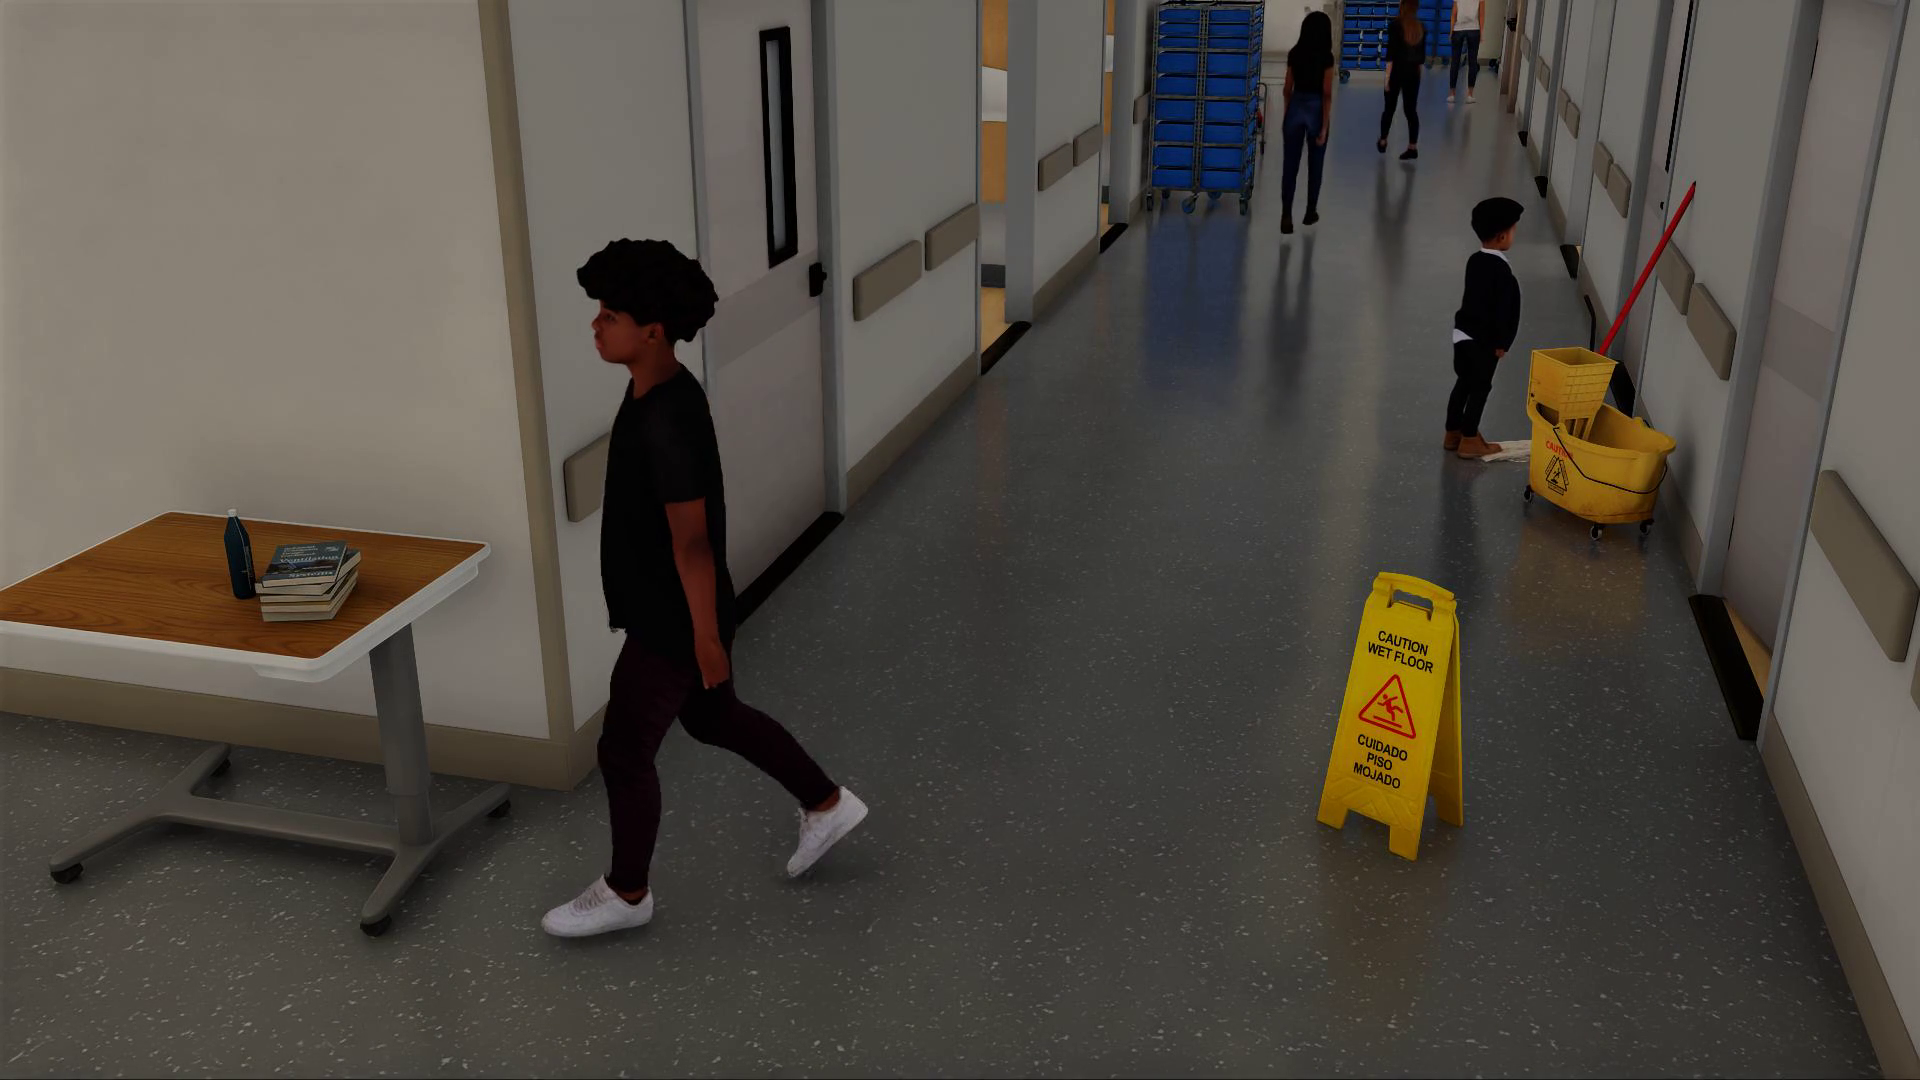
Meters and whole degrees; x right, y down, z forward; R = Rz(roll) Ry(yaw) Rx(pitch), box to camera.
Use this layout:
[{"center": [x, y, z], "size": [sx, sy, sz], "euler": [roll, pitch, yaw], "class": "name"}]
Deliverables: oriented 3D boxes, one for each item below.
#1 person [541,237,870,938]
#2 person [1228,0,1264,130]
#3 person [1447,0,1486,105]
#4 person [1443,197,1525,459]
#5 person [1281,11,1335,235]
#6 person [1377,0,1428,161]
[{"center": [-0.629, 0.134, 4.111], "size": [0.992, 1.765, 1.118], "euler": [-4, 21, -11], "class": "person"}, {"center": [3.131, -5.640, 19.380], "size": [1.049, 1.747, 1.143], "euler": [16, 26, 36], "class": "person"}, {"center": [6.843, -6.845, 22.475], "size": [0.610, 1.809, 0.533], "euler": [8, 22, 20], "class": "person"}, {"center": [2.466, -1.004, 7.884], "size": [0.634, 1.220, 0.538], "euler": [-5, 21, -13], "class": "person"}, {"center": [2.702, -3.250, 13.145], "size": [0.592, 1.694, 1.194], "euler": [7, 22, 17], "class": "person"}, {"center": [4.608, -4.745, 17.127], "size": [0.919, 1.670, 1.210], "euler": [-4, 21, -11], "class": "person"}]
